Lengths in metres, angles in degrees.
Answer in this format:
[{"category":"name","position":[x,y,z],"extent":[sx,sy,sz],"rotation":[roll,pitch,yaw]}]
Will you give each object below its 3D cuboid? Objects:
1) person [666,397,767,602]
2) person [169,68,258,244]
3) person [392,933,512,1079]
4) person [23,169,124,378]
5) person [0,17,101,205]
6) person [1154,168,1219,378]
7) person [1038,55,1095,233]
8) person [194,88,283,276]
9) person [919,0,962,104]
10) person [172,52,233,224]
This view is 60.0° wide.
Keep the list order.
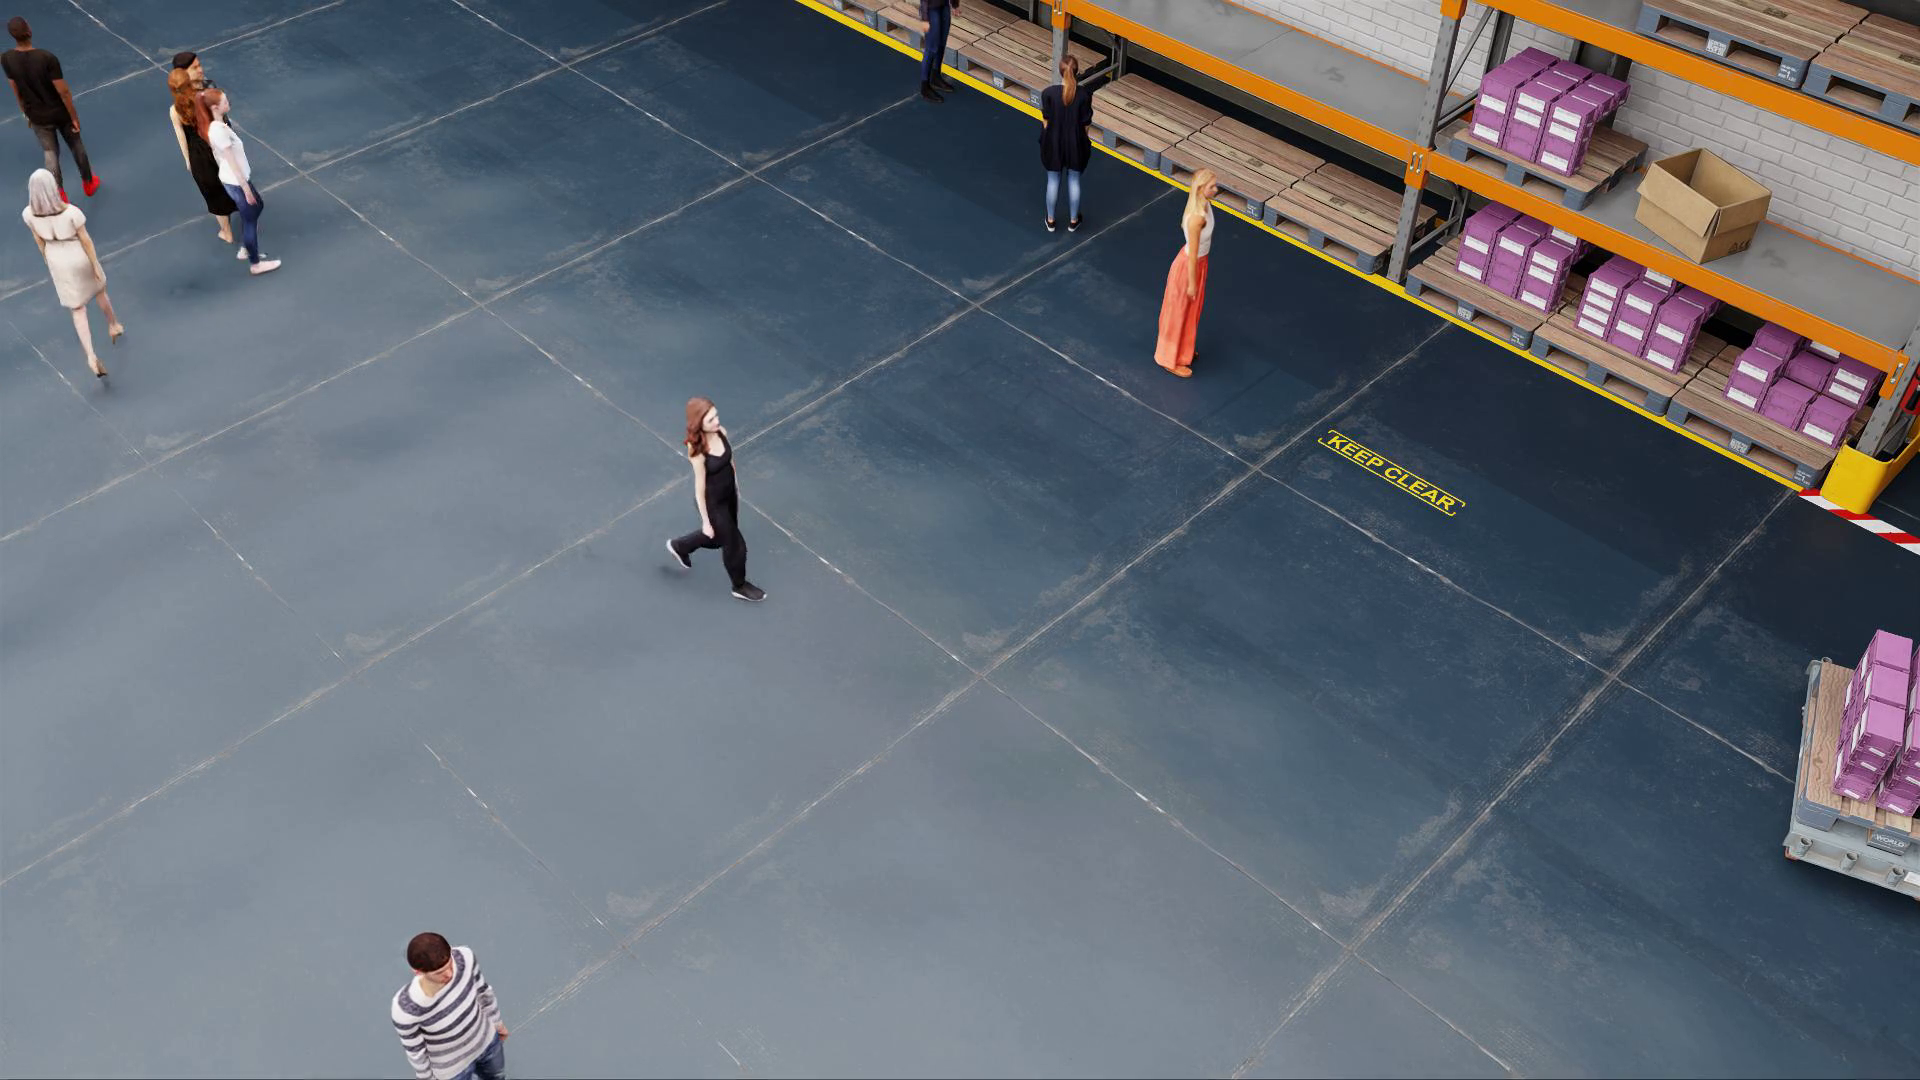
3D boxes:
[{"category":"person","position":[-1.708,-0.291,11.170],"extent":[1.078,1.727,0.868],"rotation":[14,45,14]},{"category":"person","position":[-6.521,-3.339,14.444],"extent":[0.601,1.626,0.600],"rotation":[-28,50,-26]},{"category":"person","position":[-2.472,2.472,8.185],"extent":[0.585,1.845,0.673],"rotation":[26,49,25]},{"category":"person","position":[-6.956,-2.058,13.042],"extent":[0.985,1.703,1.204],"rotation":[-10,45,-11]},{"category":"person","position":[-8.086,-3.722,14.735],"extent":[0.992,1.778,1.168],"rotation":[-8,44,-9]},{"category":"person","position":[1.806,-2.113,13.030],"extent":[0.728,1.800,0.723],"rotation":[13,45,13]},{"category":"person","position":[0.921,-3.457,14.528],"extent":[0.678,1.680,0.759],"rotation":[5,44,5]},{"category":"person","position":[-6.176,-2.970,13.984],"extent":[0.682,1.725,0.565],"rotation":[-28,50,-27]},{"category":"person","position":[-0.269,-5.199,16.312],"extent":[0.642,1.742,0.694],"rotation":[23,48,23]},{"category":"person","position":[-6.636,-3.521,14.751],"extent":[0.709,1.714,0.746],"rotation":[11,45,12]}]
